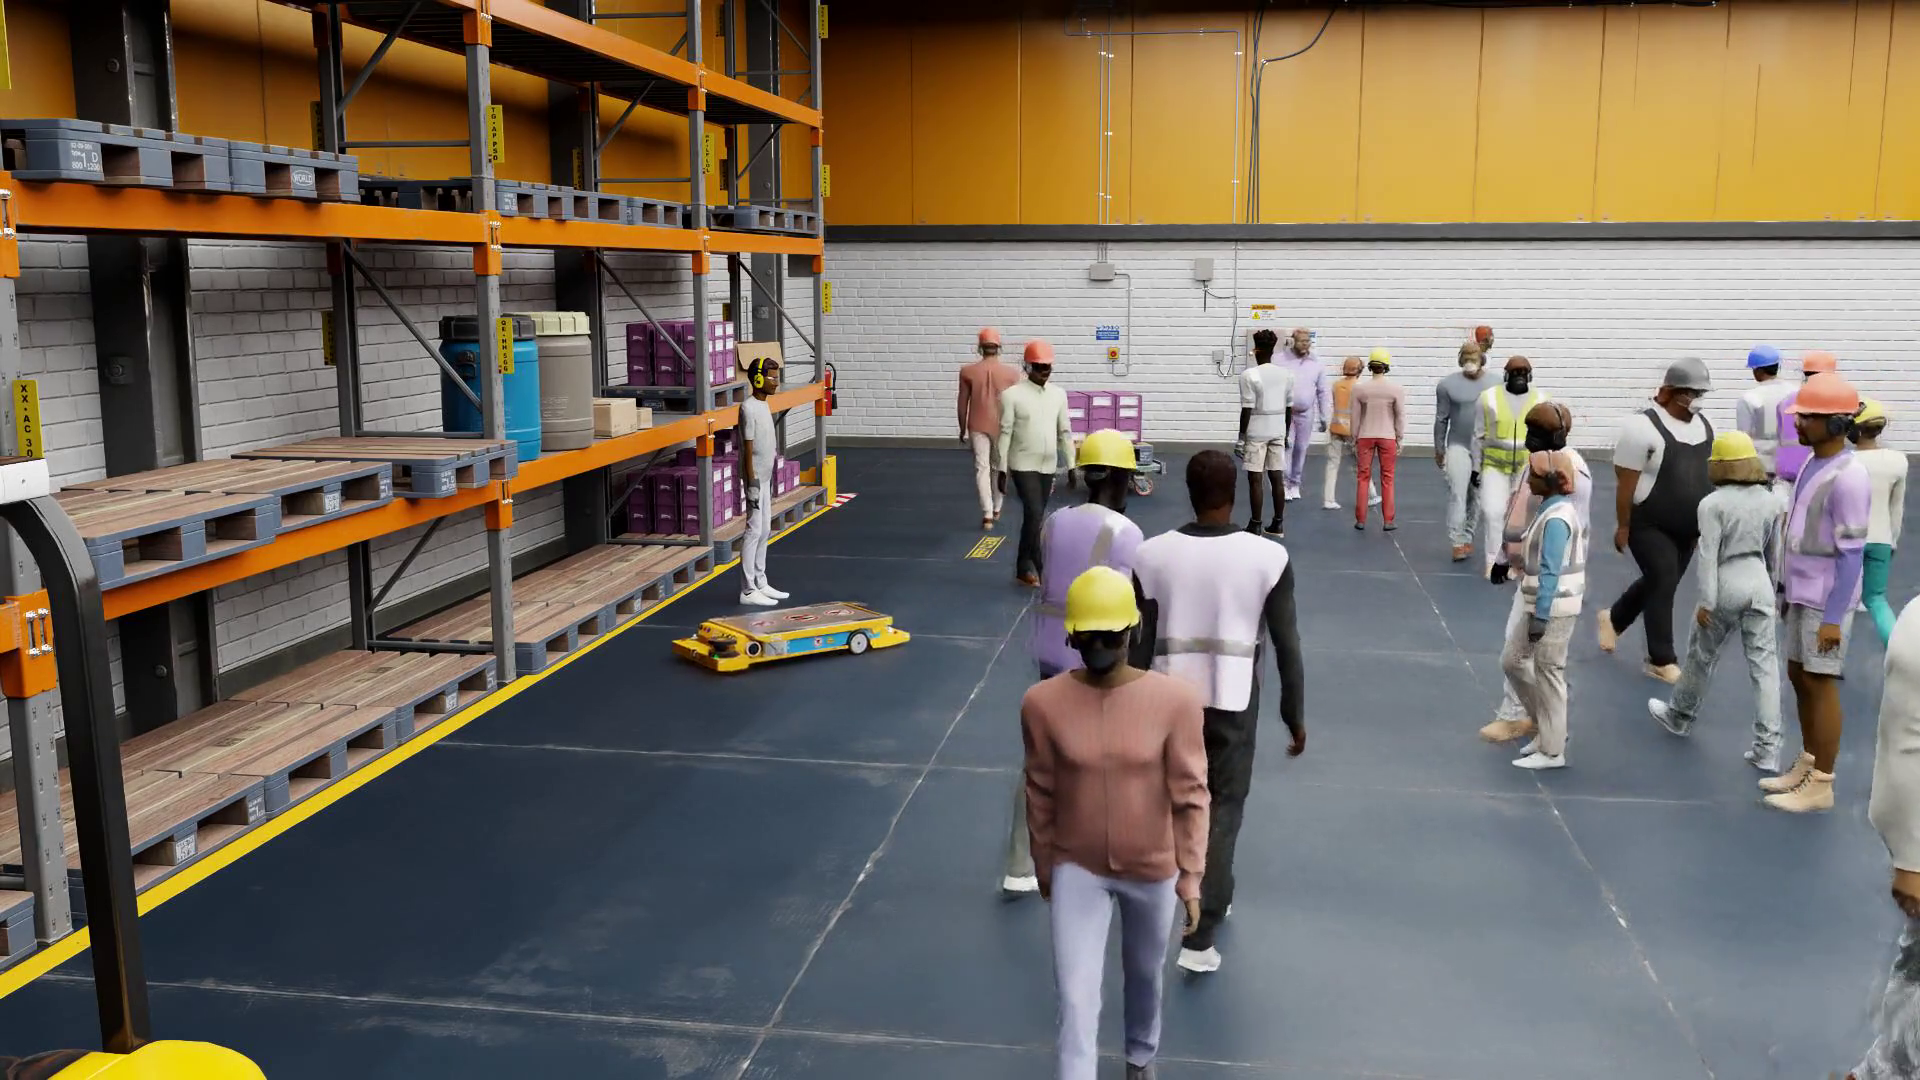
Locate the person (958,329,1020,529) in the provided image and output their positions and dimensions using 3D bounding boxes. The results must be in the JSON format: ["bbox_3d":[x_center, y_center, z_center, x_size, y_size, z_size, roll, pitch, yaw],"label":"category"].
[{"bbox_3d":[0.285,-1.096,16.363,0.609,1.941,1.045,0,9,-3],"label":"person"}]

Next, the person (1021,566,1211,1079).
[{"bbox_3d":[0.430,0.910,4.661,0.532,1.715,0.942,1,9,8],"label":"person"}]

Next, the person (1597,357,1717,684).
[{"bbox_3d":[4.329,-0.186,10.398,0.690,2.000,0.907,-4,10,-23],"label":"person"}]

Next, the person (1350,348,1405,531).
[{"bbox_3d":[4.023,-0.966,16.052,0.522,1.768,0.312,3,10,19],"label":"person"}]

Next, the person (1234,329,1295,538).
[{"bbox_3d":[2.835,-0.983,15.539,0.612,1.963,0.361,-5,10,-27],"label":"person"}]

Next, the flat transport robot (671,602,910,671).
[{"bbox_3d":[-1.102,0.613,10.909,1.431,0.197,0.652,-7,11,-35],"label":"flat transport robot"}]

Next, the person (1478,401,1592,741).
[{"bbox_3d":[3.055,0.167,8.902,0.544,1.822,0.698,1,9,5],"label":"person"}]

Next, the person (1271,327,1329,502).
[{"bbox_3d":[3.662,-1.355,18.061,0.693,1.886,0.772,0,9,-3],"label":"person"}]

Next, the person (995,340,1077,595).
[{"bbox_3d":[0.672,-0.553,12.887,0.647,1.960,0.905,-6,11,-34],"label":"person"}]

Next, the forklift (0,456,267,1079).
[{"bbox_3d":[-2.328,0.975,2.765,2.313,2.155,1.214,1,9,9],"label":"forklift"}]

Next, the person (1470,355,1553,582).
[{"bbox_3d":[4.432,-0.554,13.313,0.653,1.825,0.634,2,9,12],"label":"person"}]

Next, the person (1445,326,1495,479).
[{"bbox_3d":[6.299,-1.634,19.944,0.968,1.833,0.619,-1,9,-9],"label":"person"}]

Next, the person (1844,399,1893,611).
[{"bbox_3d":[6.462,-0.220,12.010,0.867,1.590,0.518,-4,10,-23],"label":"person"}]

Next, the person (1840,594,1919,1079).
[{"bbox_3d":[2.735,0.816,4.555,0.435,1.928,0.652,8,12,42],"label":"person"}]

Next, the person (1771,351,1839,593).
[{"bbox_3d":[6.628,-0.526,12.988,1.025,1.873,0.559,-5,11,-30],"label":"person"}]

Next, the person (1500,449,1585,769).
[{"bbox_3d":[2.922,0.356,8.338,0.379,1.624,0.531,2,9,13],"label":"person"}]

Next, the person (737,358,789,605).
[{"bbox_3d":[-1.498,-0.437,12.515,0.334,1.860,0.509,2,9,10],"label":"person"}]

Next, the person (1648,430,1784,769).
[{"bbox_3d":[3.980,0.278,8.612,0.520,1.681,0.925,-1,9,-8],"label":"person"}]

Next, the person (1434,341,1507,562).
[{"bbox_3d":[4.399,-0.753,14.325,0.617,1.890,0.931,2,9,13],"label":"person"}]

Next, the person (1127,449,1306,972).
[{"bbox_3d":[0.935,0.604,6.119,0.638,1.864,0.976,4,10,21],"label":"person"}]

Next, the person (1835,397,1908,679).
[{"bbox_3d":[5.441,0.015,10.019,0.538,1.749,0.618,0,9,-3],"label":"person"}]

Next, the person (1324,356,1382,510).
[{"bbox_3d":[4.137,-1.123,17.515,0.784,1.604,0.513,-7,12,-38],"label":"person"}]

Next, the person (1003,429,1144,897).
[{"bbox_3d":[0.551,0.487,6.770,1.000,1.860,0.598,-8,12,-39],"label":"person"}]

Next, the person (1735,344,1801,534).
[{"bbox_3d":[6.580,-0.622,13.466,0.616,1.920,0.744,0,9,-2],"label":"person"}]

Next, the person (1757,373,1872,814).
[{"bbox_3d":[3.946,0.251,7.696,0.390,2.044,0.611,2,9,11],"label":"person"}]
